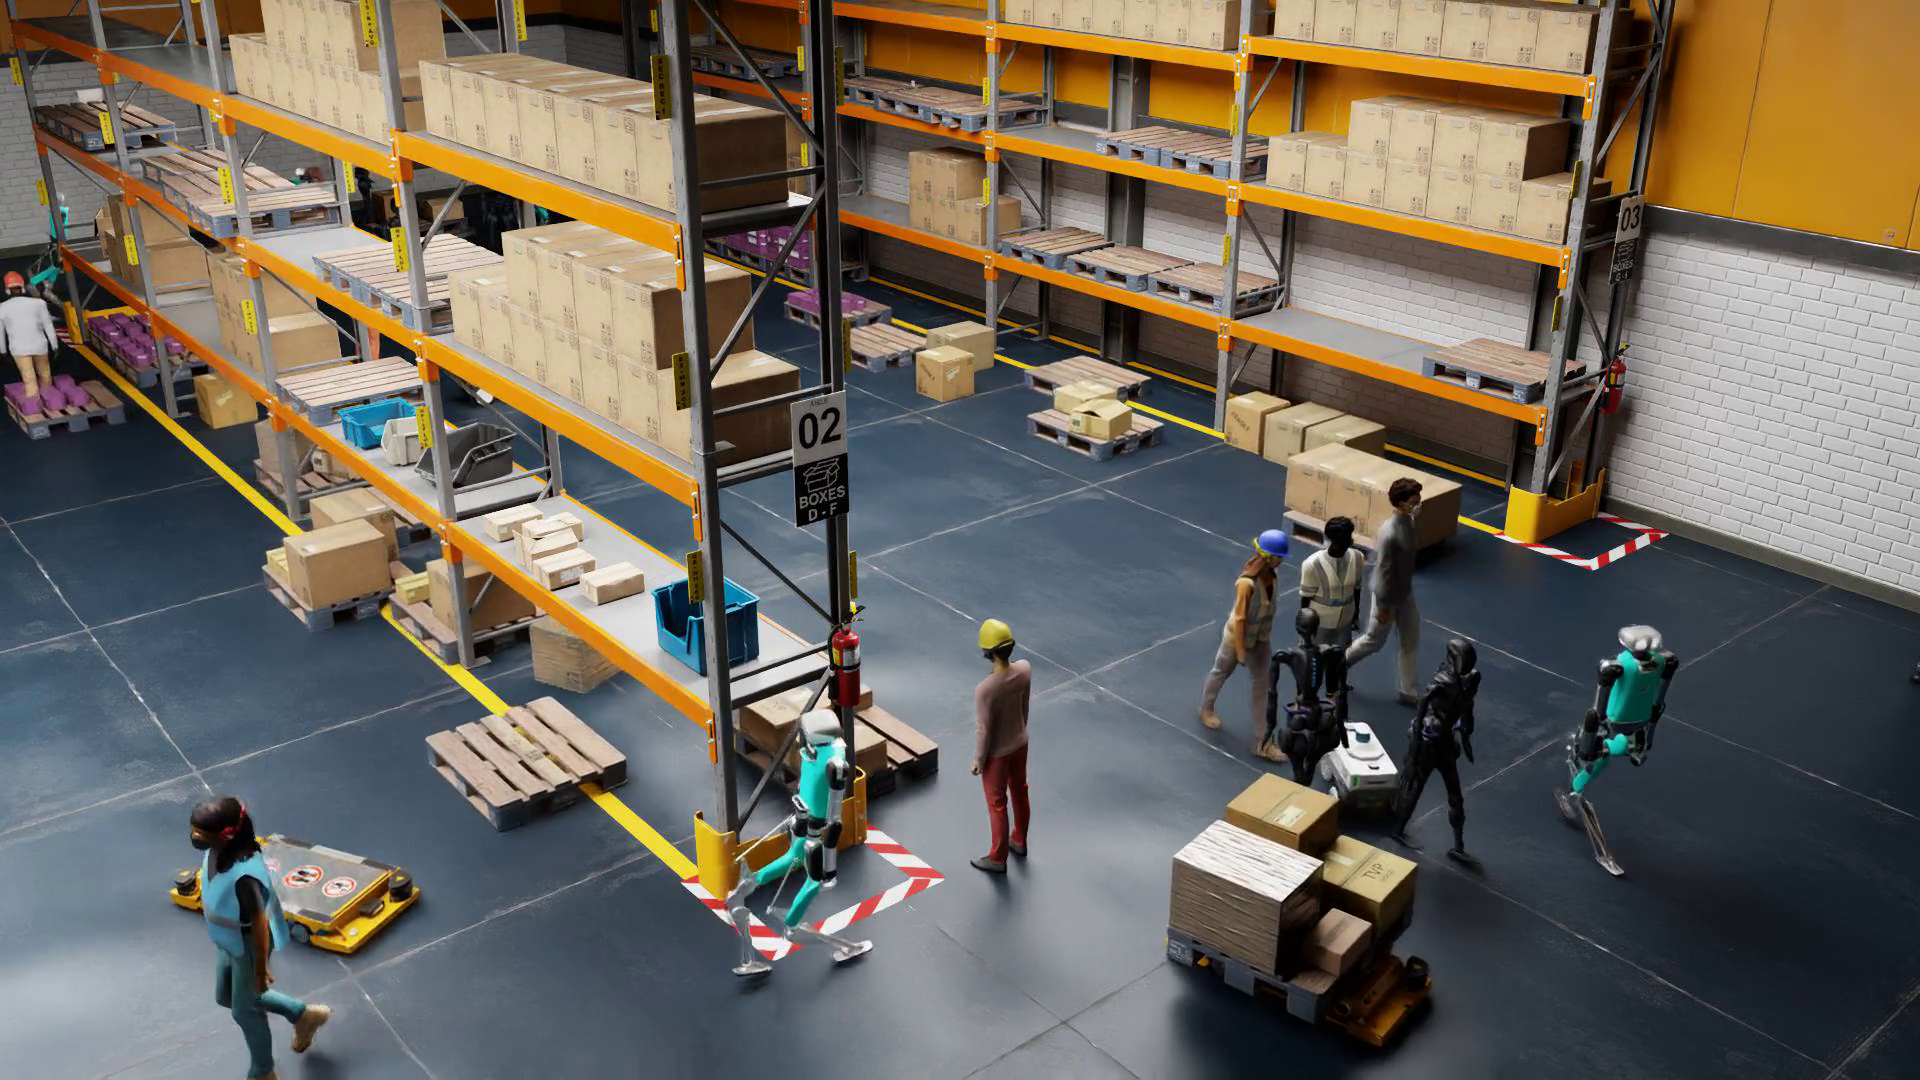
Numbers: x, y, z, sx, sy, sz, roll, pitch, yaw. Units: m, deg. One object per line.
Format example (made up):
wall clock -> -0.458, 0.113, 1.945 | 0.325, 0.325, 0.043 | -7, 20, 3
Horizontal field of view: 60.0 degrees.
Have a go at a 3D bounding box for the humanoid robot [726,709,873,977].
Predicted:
humanoid robot -> -1.043, 1.845, 9.594 | 1.028, 1.764, 0.532 | -11, 26, -24

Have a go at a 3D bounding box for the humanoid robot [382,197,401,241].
humanoid robot -> -7.714, -3.882, 22.857 | 0.373, 1.652, 0.612 | 16, 28, 32

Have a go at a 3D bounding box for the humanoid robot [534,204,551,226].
humanoid robot -> -6.738, -5.497, 26.527 | 0.579, 1.772, 0.872 | 16, 28, 33

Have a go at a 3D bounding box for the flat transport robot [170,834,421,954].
flat transport robot -> -4.209, 2.210, 10.527 | 1.431, 0.231, 0.659 | 9, 25, 20

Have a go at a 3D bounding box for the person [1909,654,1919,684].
person -> 7.812, 0.262, 12.954 | 0.546, 1.926, 0.388 | 14, 27, 29

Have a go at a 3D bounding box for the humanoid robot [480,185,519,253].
humanoid robot -> -7.056, -5.017, 25.491 | 0.619, 1.650, 0.368 | -5, 24, -11

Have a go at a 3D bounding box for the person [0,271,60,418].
person -> -10.616, -2.210, 18.944 | 0.579, 1.704, 0.878 | -16, 28, -33

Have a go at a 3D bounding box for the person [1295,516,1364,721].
person -> 2.767, 0.595, 12.472 | 0.535, 1.692, 0.319 | -8, 25, -19

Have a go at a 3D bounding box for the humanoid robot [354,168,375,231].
humanoid robot -> -10.014, -6.030, 27.840 | 0.464, 1.645, 0.605 | -8, 25, -18

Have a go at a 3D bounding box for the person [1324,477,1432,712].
person -> 3.275, 0.387, 12.737 | 0.869, 1.872, 0.534 | 18, 29, 36

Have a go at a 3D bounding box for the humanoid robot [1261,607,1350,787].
humanoid robot -> 2.315, 1.227, 11.079 | 0.592, 1.623, 0.697 | -3, 23, -6

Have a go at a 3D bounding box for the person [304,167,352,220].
person -> -9.111, -4.476, 23.996 | 0.705, 1.871, 0.552 | -17, 29, -34

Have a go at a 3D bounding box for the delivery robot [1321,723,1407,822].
delivery robot -> 2.790, 1.588, 11.599 | 0.499, 0.590, 0.789 | -2, 23, -5

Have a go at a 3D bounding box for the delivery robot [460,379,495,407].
delivery robot -> -5.527, -1.924, 19.720 | 0.752, 0.580, 0.514 | -15, 28, -31

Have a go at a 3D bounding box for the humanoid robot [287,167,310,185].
humanoid robot -> -9.675, -4.709, 24.755 | 0.551, 1.780, 0.834 | -9, 25, -20

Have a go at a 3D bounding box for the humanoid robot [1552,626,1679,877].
humanoid robot -> 4.176, 1.242, 10.983 | 0.530, 1.775, 1.023 | -6, 24, -13

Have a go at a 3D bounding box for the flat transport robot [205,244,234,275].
flat transport robot -> -9.912, -3.299, 23.283 | 1.431, 0.231, 0.659 | 4, 24, 10

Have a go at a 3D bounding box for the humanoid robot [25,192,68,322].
humanoid robot -> -12.432, -3.797, 22.586 | 0.813, 1.773, 0.537 | -14, 27, -30

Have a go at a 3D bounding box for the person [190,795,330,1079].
person -> -3.731, 2.116, 8.749 | 0.552, 1.851, 0.551 | -19, 30, -37

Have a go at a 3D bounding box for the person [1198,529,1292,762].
person -> 2.106, 0.706, 12.177 | 0.469, 1.710, 0.922 | -15, 28, -31

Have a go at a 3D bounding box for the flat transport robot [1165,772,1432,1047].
flat transport robot -> 1.998, 2.485, 9.889 | 1.431, 0.231, 0.659 | 18, 29, 35

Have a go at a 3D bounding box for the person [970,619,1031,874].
person -> 0.250, 1.324, 10.702 | 0.333, 1.758, 0.523 | 19, 30, 36

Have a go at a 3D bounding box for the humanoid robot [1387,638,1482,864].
humanoid robot -> 3.120, 1.351, 10.766 | 0.610, 1.625, 0.647 | -15, 27, -31

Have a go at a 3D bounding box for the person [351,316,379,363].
person -> -7.168, -2.723, 20.073 | 0.501, 1.759, 0.338 | 15, 27, 30
